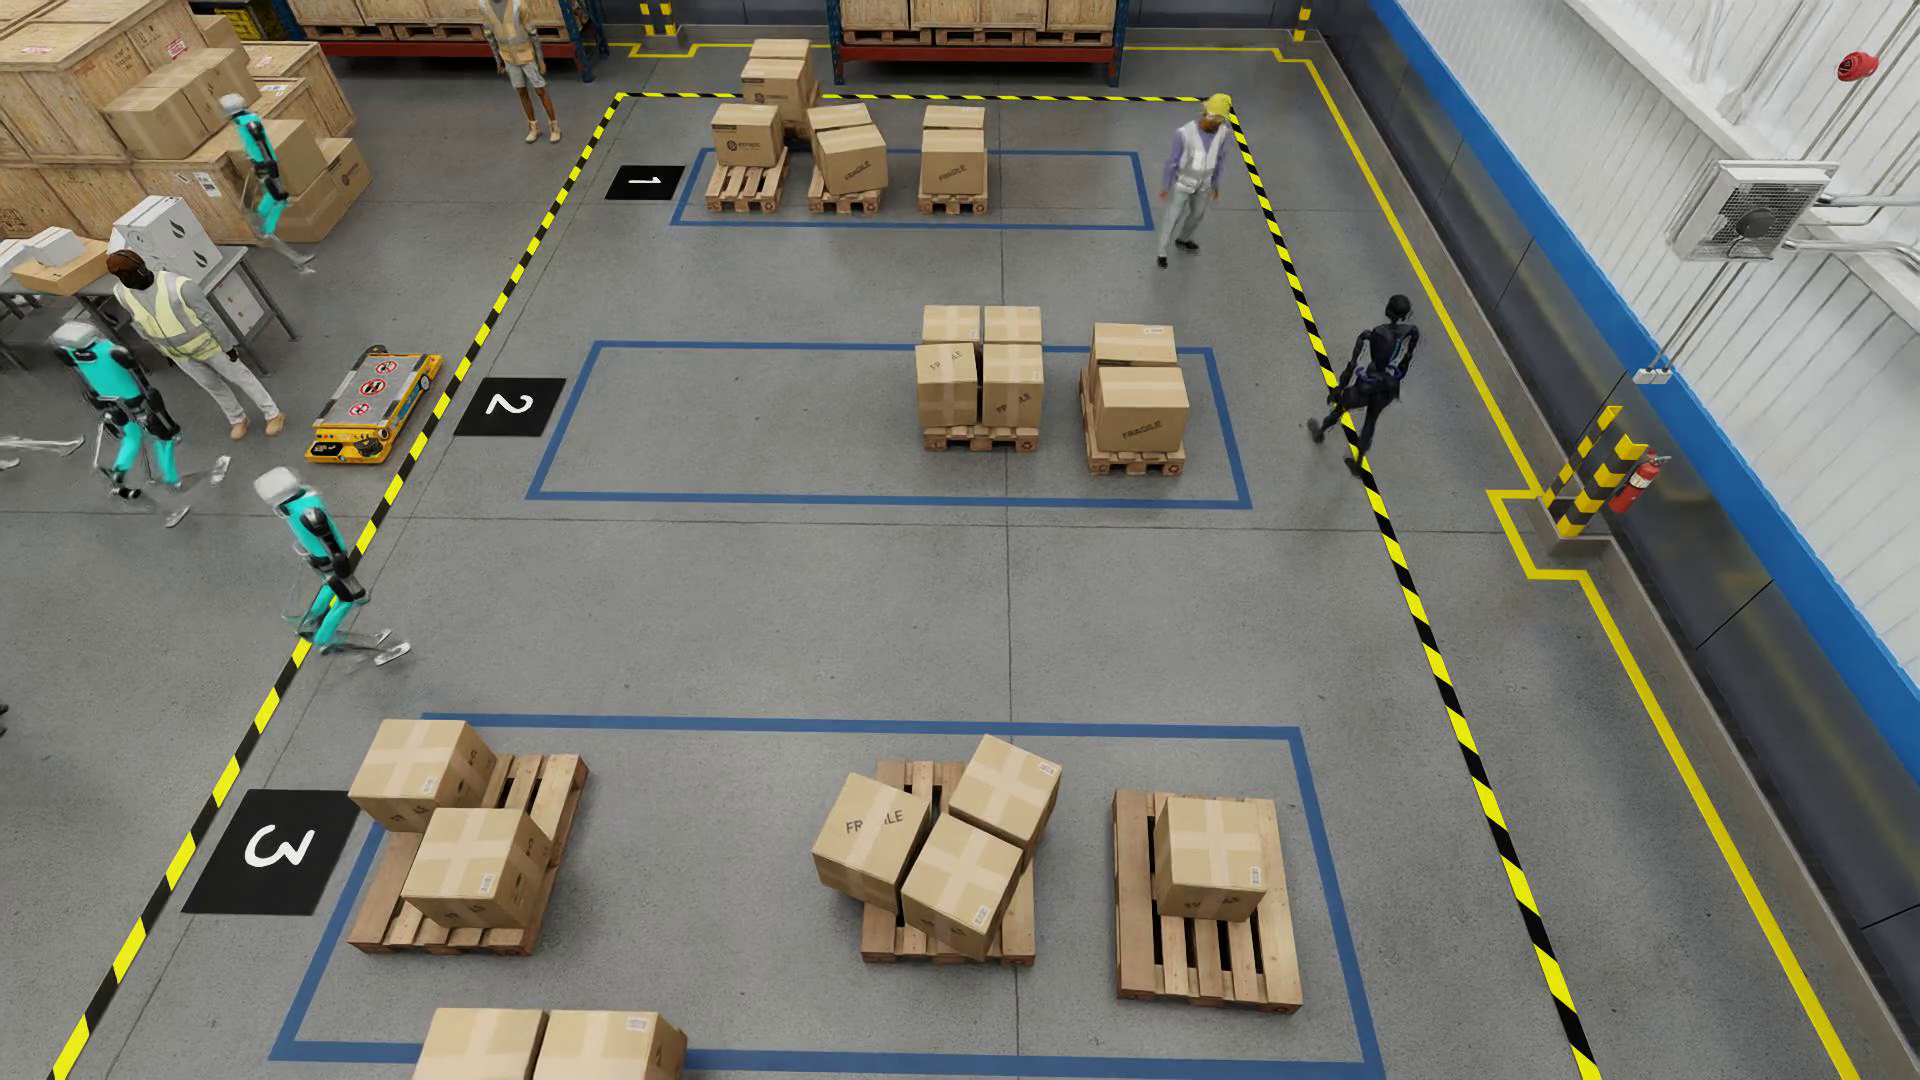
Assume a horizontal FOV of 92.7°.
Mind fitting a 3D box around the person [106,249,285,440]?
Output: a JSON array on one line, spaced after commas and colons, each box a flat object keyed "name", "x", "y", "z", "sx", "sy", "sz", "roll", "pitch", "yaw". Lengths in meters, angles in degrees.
[{"name": "person", "x": -6.429, "y": -1.616, "z": 7.710, "sx": 0.622, "sy": 1.838, "sz": 0.430, "roll": -6, "pitch": 50, "yaw": -5}]

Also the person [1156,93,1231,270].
[{"name": "person", "x": 2.392, "y": -3.706, "z": 9.514, "sx": 0.655, "sy": 1.795, "sz": 0.423, "roll": -16, "pitch": 52, "yaw": -13}]

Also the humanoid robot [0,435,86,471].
[{"name": "humanoid robot", "x": -8.156, "y": -1.151, "z": 7.382, "sx": 1.023, "sy": 1.727, "sz": 0.555, "roll": -26, "pitch": 54, "yaw": -20}]

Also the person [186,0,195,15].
[{"name": "person", "x": -10.653, "y": -7.107, "z": 12.309, "sx": 0.394, "sy": 1.910, "sz": 0.585, "roll": 29, "pitch": 56, "yaw": 22}]

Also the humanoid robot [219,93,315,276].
[{"name": "humanoid robot", "x": -7.229, "y": -3.589, "z": 9.434, "sx": 0.552, "sy": 1.759, "sz": 0.768, "roll": 36, "pitch": 59, "yaw": 27}]

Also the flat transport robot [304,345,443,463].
[{"name": "flat transport robot", "x": -5.383, "y": -1.269, "z": 8.441, "sx": 0.659, "sy": 0.231, "sz": 1.431, "roll": 1, "pitch": 50, "yaw": 1}]

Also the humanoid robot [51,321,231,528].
[{"name": "humanoid robot", "x": -6.395, "y": -0.771, "z": 7.073, "sx": 0.538, "sy": 1.739, "sz": 1.028, "roll": 1, "pitch": 50, "yaw": 1}]

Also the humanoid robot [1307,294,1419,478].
[{"name": "humanoid robot", "x": 3.368, "y": -1.310, "z": 7.570, "sx": 0.616, "sy": 1.624, "sz": 0.718, "roll": -8, "pitch": 50, "yaw": -7}]

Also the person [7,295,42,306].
[{"name": "person", "x": -10.163, "y": -3.059, "z": 8.936, "sx": 0.976, "sy": 1.816, "sz": 0.535, "roll": -10, "pitch": 50, "yaw": -8}]

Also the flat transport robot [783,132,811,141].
[{"name": "flat transport robot", "x": -2.216, "y": -5.429, "z": 11.943, "sx": 1.431, "sy": 0.197, "sz": 0.652, "roll": 1, "pitch": 50, "yaw": 1}]

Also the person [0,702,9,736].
[{"name": "person", "x": -6.813, "y": 0.801, "z": 5.717, "sx": 0.393, "sy": 1.752, "sz": 0.558, "roll": -35, "pitch": 58, "yaw": -26}]

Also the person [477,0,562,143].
[{"name": "person", "x": -5.390, "y": -5.882, "z": 11.184, "sx": 0.614, "sy": 2.040, "sz": 0.372, "roll": 1, "pitch": 50, "yaw": 1}]

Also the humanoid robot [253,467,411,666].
[{"name": "humanoid robot", "x": -4.295, "y": 0.303, "z": 6.060, "sx": 0.533, "sy": 1.677, "sz": 0.735, "roll": 33, "pitch": 57, "yaw": 25}]
